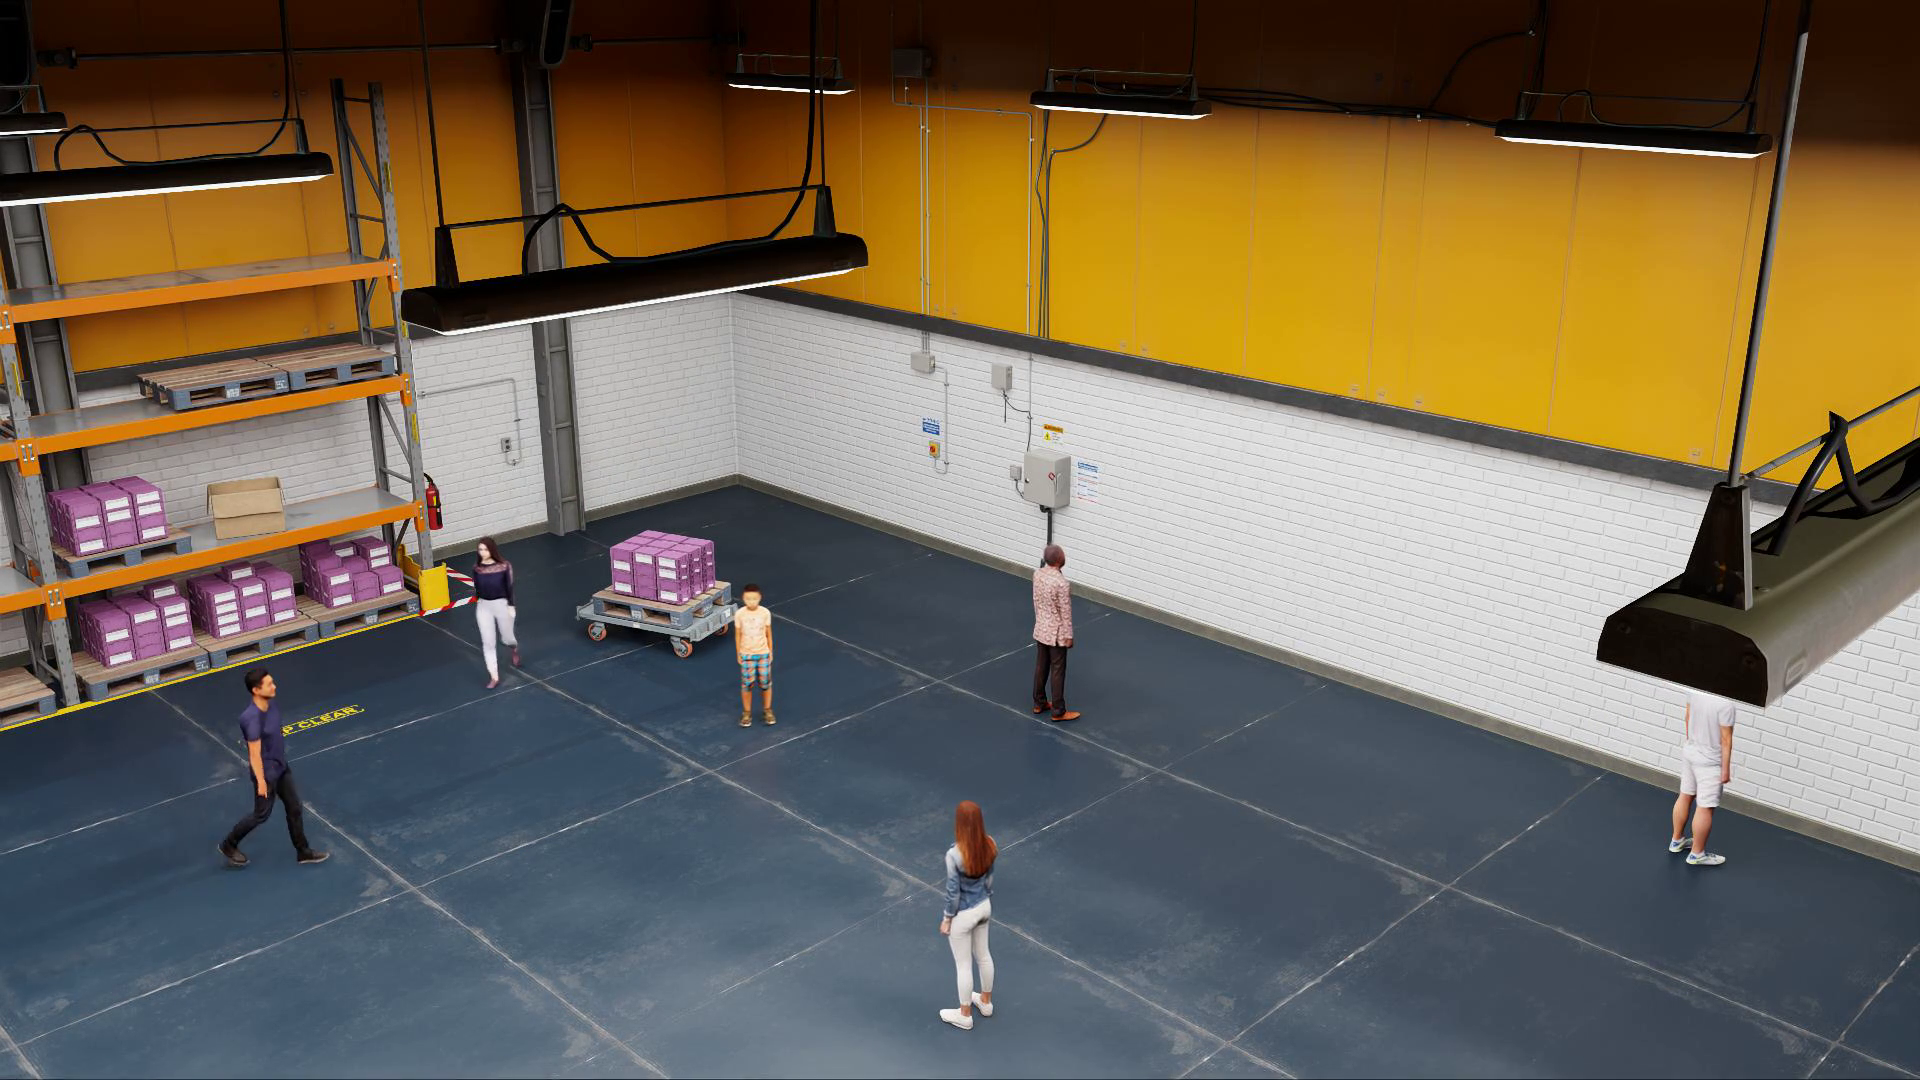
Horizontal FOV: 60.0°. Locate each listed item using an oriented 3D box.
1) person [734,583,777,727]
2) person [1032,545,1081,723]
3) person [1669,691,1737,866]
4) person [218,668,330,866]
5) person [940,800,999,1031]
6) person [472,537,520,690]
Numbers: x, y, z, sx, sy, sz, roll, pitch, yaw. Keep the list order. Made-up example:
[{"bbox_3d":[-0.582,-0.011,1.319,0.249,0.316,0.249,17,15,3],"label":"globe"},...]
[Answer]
[{"bbox_3d":[-2.028,1.114,16.433,0.571,1.460,0.653,-3,19,-10],"label":"person"},{"bbox_3d":[0.918,0.907,16.507,0.639,1.806,0.713,-13,23,-34],"label":"person"},{"bbox_3d":[6.176,1.796,13.801,0.765,1.849,0.767,-5,19,-13],"label":"person"},{"bbox_3d":[-5.756,1.895,13.639,1.177,1.764,1.112,0,19,0],"label":"person"},{"bbox_3d":[0.073,2.608,11.620,0.671,1.701,0.433,18,25,42],"label":"person"},{"bbox_3d":[-4.832,0.728,17.373,0.954,1.593,1.027,1,19,3],"label":"person"}]
